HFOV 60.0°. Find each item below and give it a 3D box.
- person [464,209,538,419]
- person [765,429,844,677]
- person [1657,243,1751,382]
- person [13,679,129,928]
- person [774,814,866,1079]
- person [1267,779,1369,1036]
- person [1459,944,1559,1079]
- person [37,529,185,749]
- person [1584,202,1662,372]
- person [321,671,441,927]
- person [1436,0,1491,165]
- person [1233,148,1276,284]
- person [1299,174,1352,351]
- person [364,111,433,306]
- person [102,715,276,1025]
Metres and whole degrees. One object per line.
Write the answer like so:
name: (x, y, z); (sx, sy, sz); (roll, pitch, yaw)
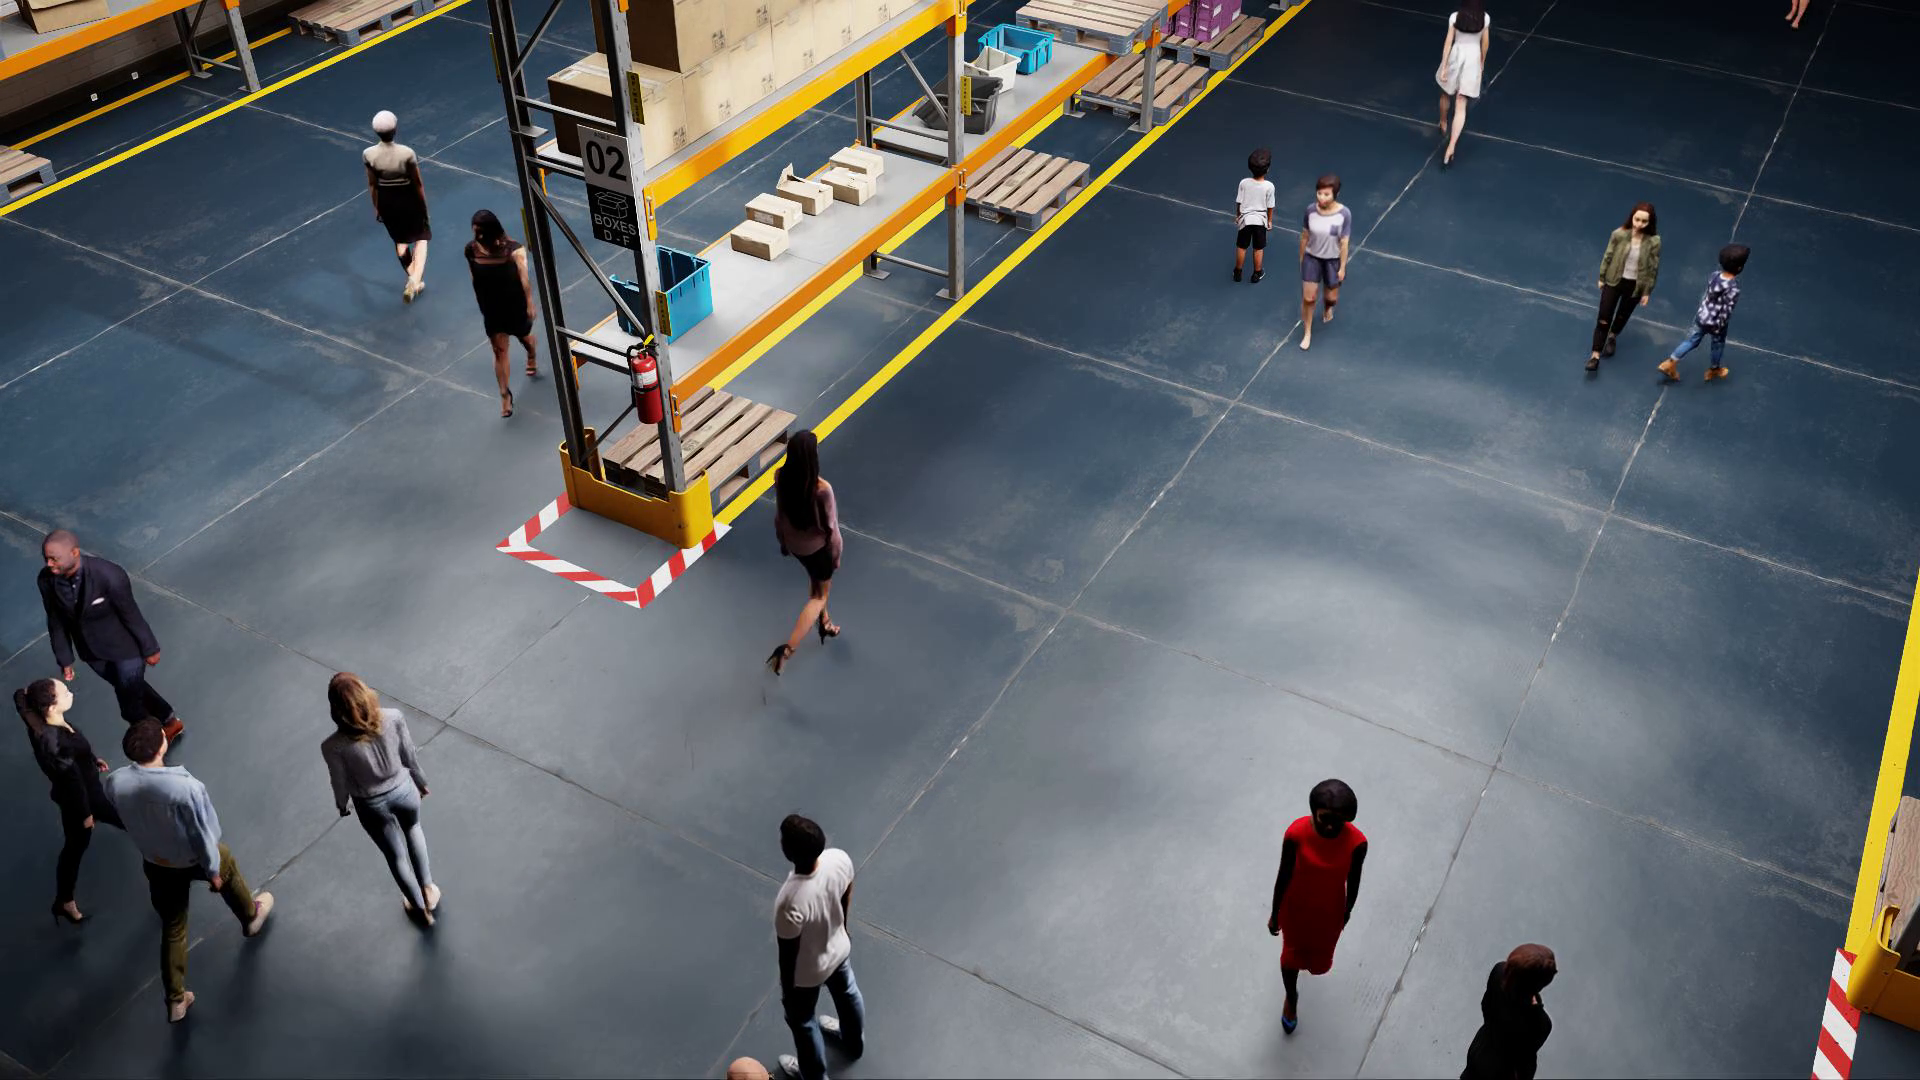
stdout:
person: (-3.573, -1.879, 13.207); (0.995, 1.672, 1.167); (0, 39, 0)
person: (-1.003, 0.118, 10.610); (0.637, 1.792, 1.016); (21, 43, 24)
person: (6.052, -1.811, 13.476); (0.887, 1.230, 0.811); (-10, 40, -12)
person: (-4.834, 1.448, 9.042); (1.097, 1.671, 0.785); (-27, 46, -30)
person: (-0.703, 2.025, 8.170); (0.765, 1.857, 0.552); (27, 46, 30)
person: (1.801, 1.827, 8.519); (0.708, 1.732, 0.843); (7, 39, 9)
person: (2.504, 2.457, 7.750); (0.713, 1.707, 0.629); (-6, 39, -7)
person: (-5.037, 0.605, 10.000); (0.875, 1.792, 0.991); (7, 39, 9)
person: (5.489, -2.121, 13.696); (0.644, 1.440, 0.956); (16, 41, 19)
person: (-3.042, 1.457, 8.943); (0.650, 1.781, 0.768); (-29, 47, -31)
person: (5.012, -4.614, 16.596); (0.829, 1.716, 1.267); (9, 40, 12)
person: (2.611, -2.882, 14.794); (0.540, 1.260, 0.548); (10, 40, 12)
person: (3.054, -2.372, 13.925); (0.647, 1.546, 0.809); (13, 40, 16)
person: (-4.816, -2.801, 14.307); (0.905, 1.740, 1.028); (-3, 39, -4)
person: (-4.081, 1.716, 8.630); (1.013, 1.766, 1.295); (1, 39, 1)
